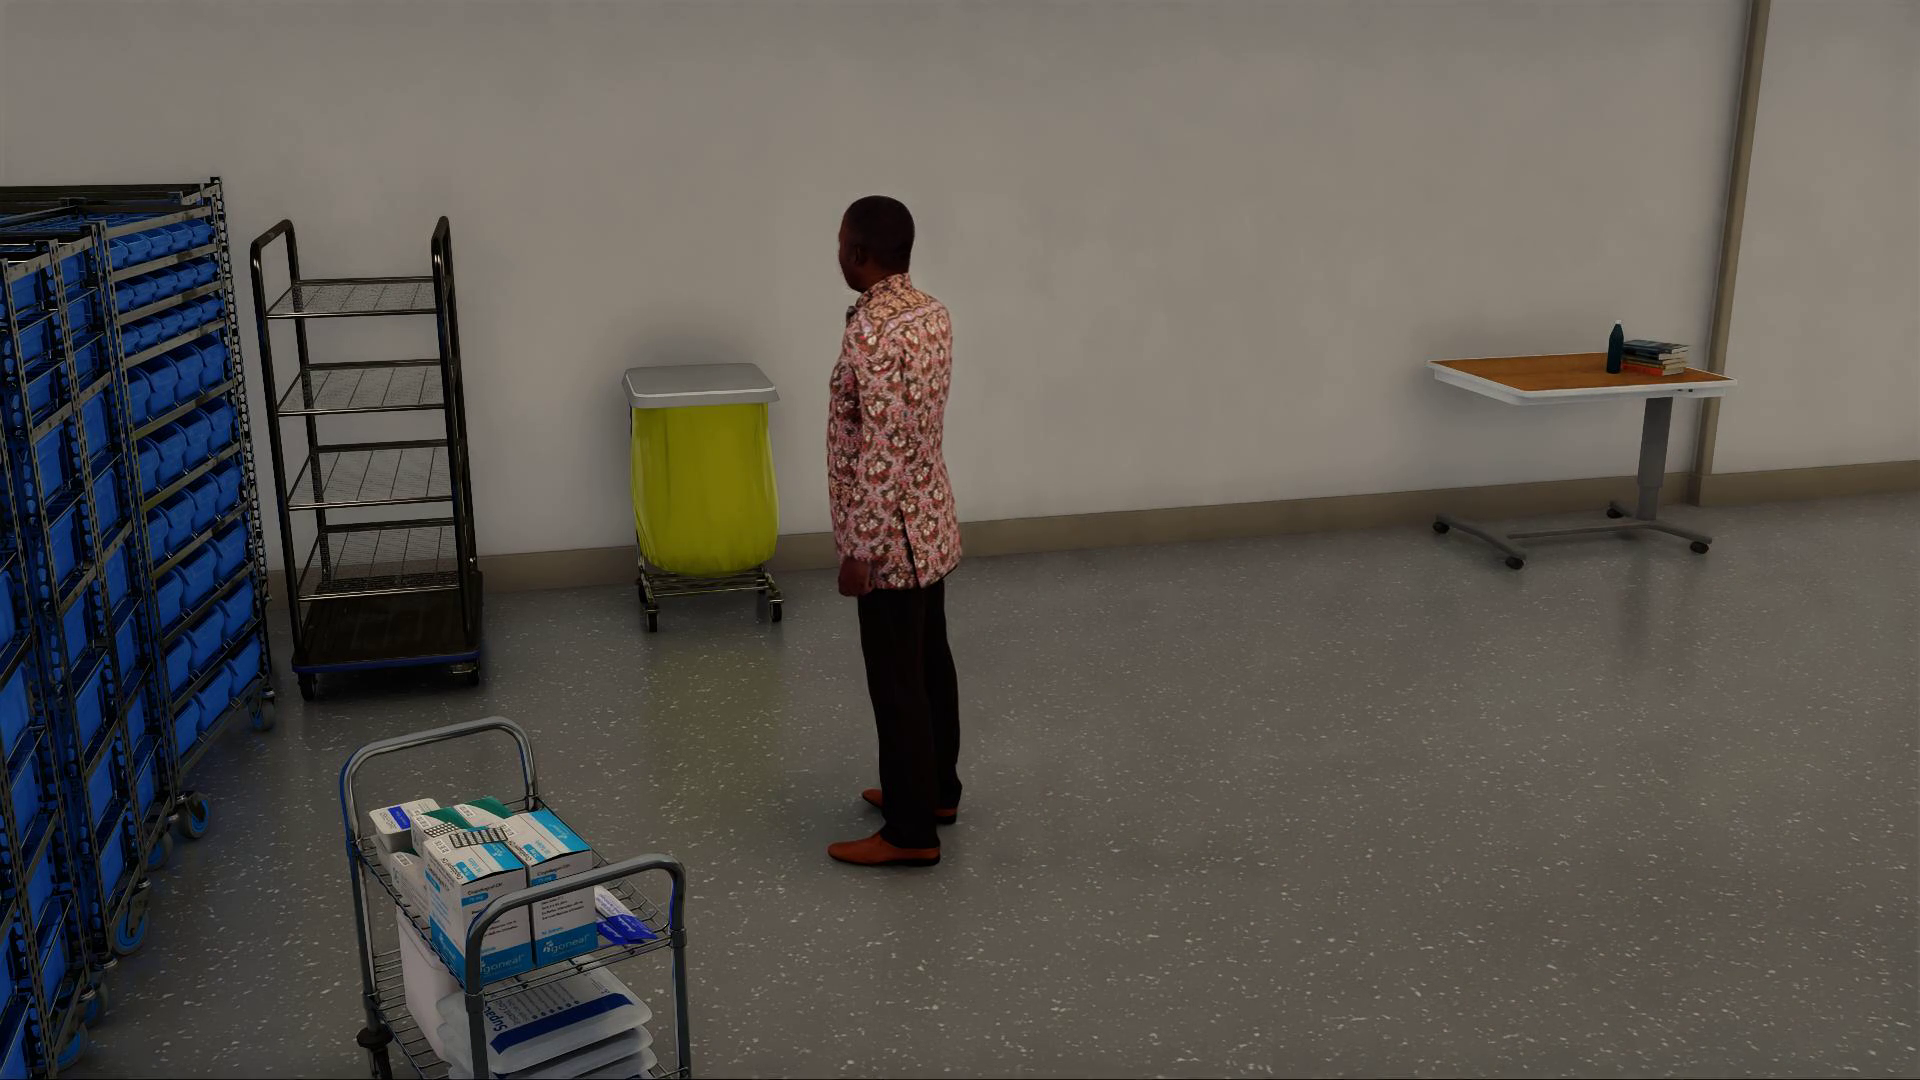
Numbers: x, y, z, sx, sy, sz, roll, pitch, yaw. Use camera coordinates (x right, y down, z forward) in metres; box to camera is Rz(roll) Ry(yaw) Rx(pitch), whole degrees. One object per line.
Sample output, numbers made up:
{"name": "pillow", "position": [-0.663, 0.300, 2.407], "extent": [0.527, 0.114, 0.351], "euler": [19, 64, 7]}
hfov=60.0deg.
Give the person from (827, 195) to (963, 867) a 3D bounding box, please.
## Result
{"name": "person", "position": [-0.161, -0.015, 4.495], "extent": [0.780, 1.807, 0.775], "euler": [4, 16, 15]}
